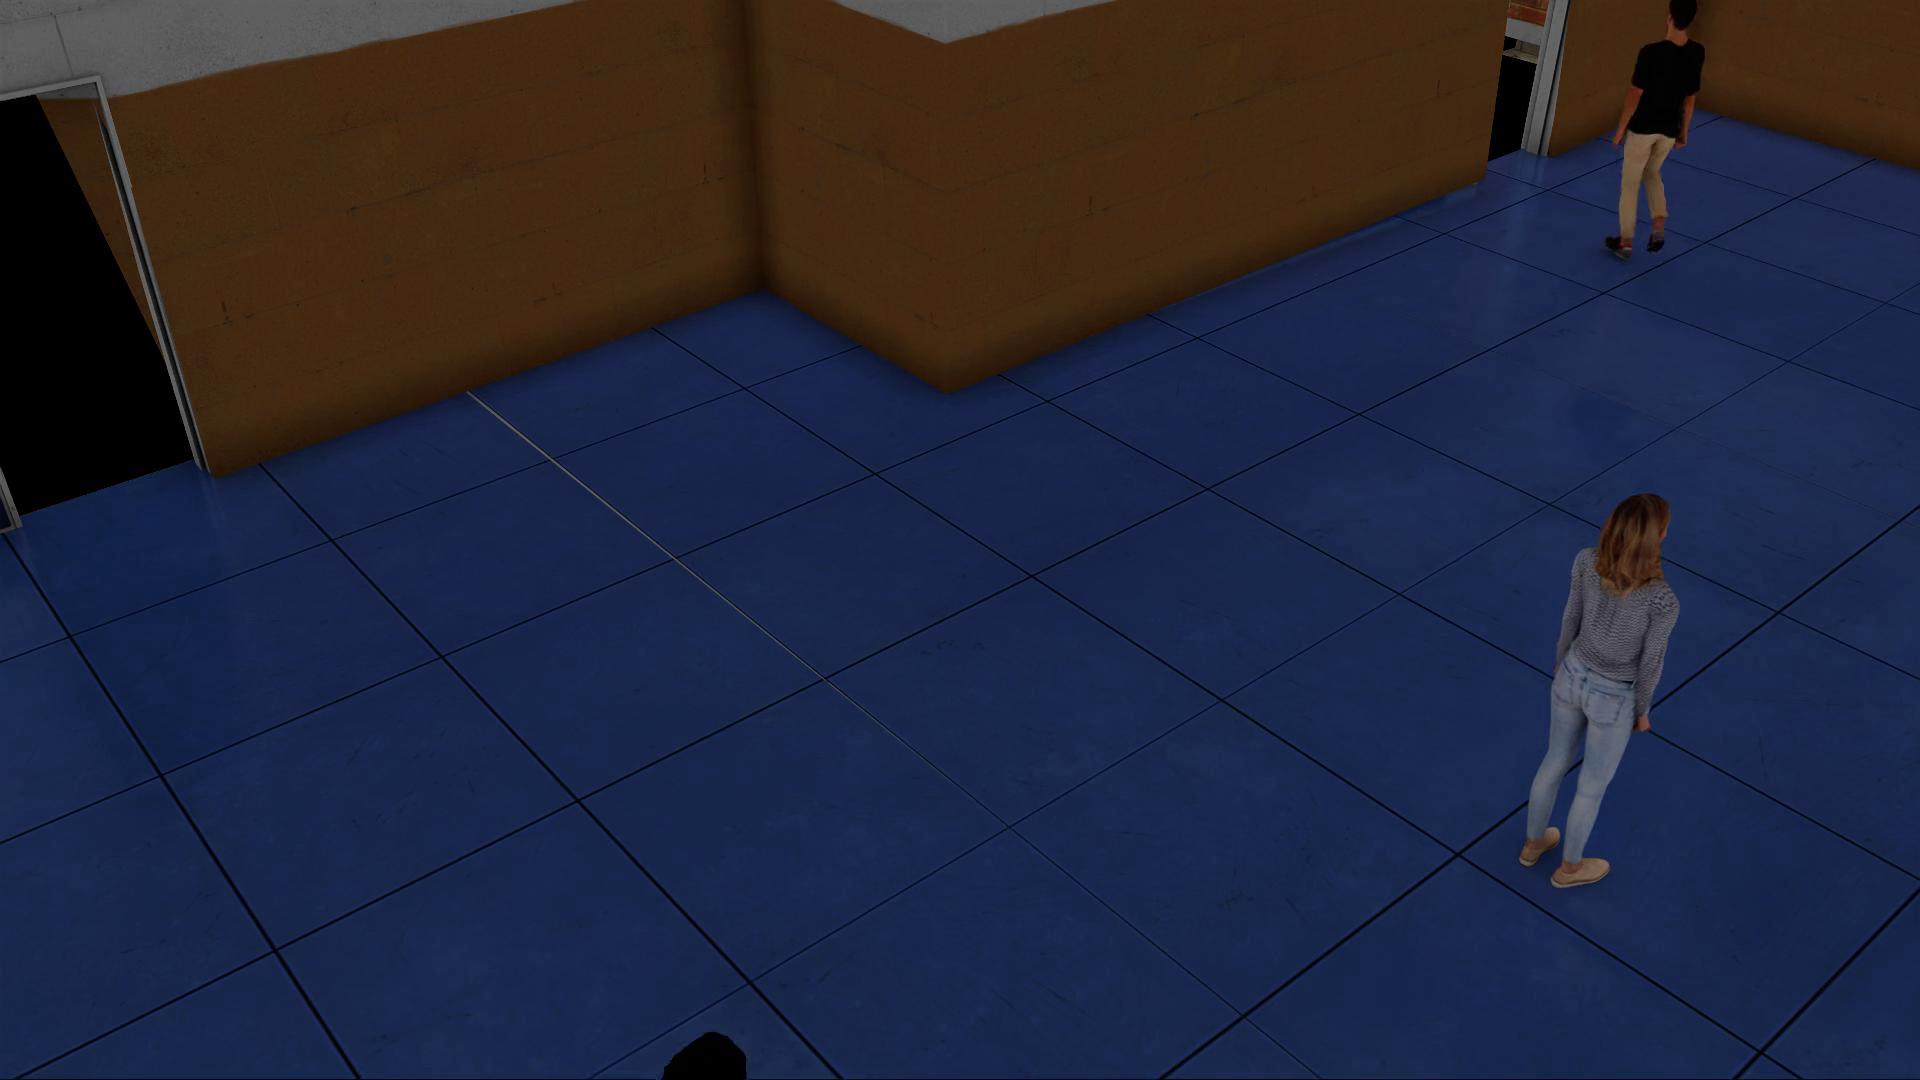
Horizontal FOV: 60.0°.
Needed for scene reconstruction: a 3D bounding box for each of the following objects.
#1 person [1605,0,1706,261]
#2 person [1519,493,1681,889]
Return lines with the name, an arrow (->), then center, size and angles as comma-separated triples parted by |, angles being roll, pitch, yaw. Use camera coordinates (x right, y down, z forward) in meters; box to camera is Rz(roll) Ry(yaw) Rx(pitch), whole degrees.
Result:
person -> 4.798, -2.777, 11.418 | 0.796, 1.848, 0.861 | -6, 34, -9
person -> 2.457, 0.595, 6.418 | 0.674, 1.796, 0.486 | -19, 38, -26
